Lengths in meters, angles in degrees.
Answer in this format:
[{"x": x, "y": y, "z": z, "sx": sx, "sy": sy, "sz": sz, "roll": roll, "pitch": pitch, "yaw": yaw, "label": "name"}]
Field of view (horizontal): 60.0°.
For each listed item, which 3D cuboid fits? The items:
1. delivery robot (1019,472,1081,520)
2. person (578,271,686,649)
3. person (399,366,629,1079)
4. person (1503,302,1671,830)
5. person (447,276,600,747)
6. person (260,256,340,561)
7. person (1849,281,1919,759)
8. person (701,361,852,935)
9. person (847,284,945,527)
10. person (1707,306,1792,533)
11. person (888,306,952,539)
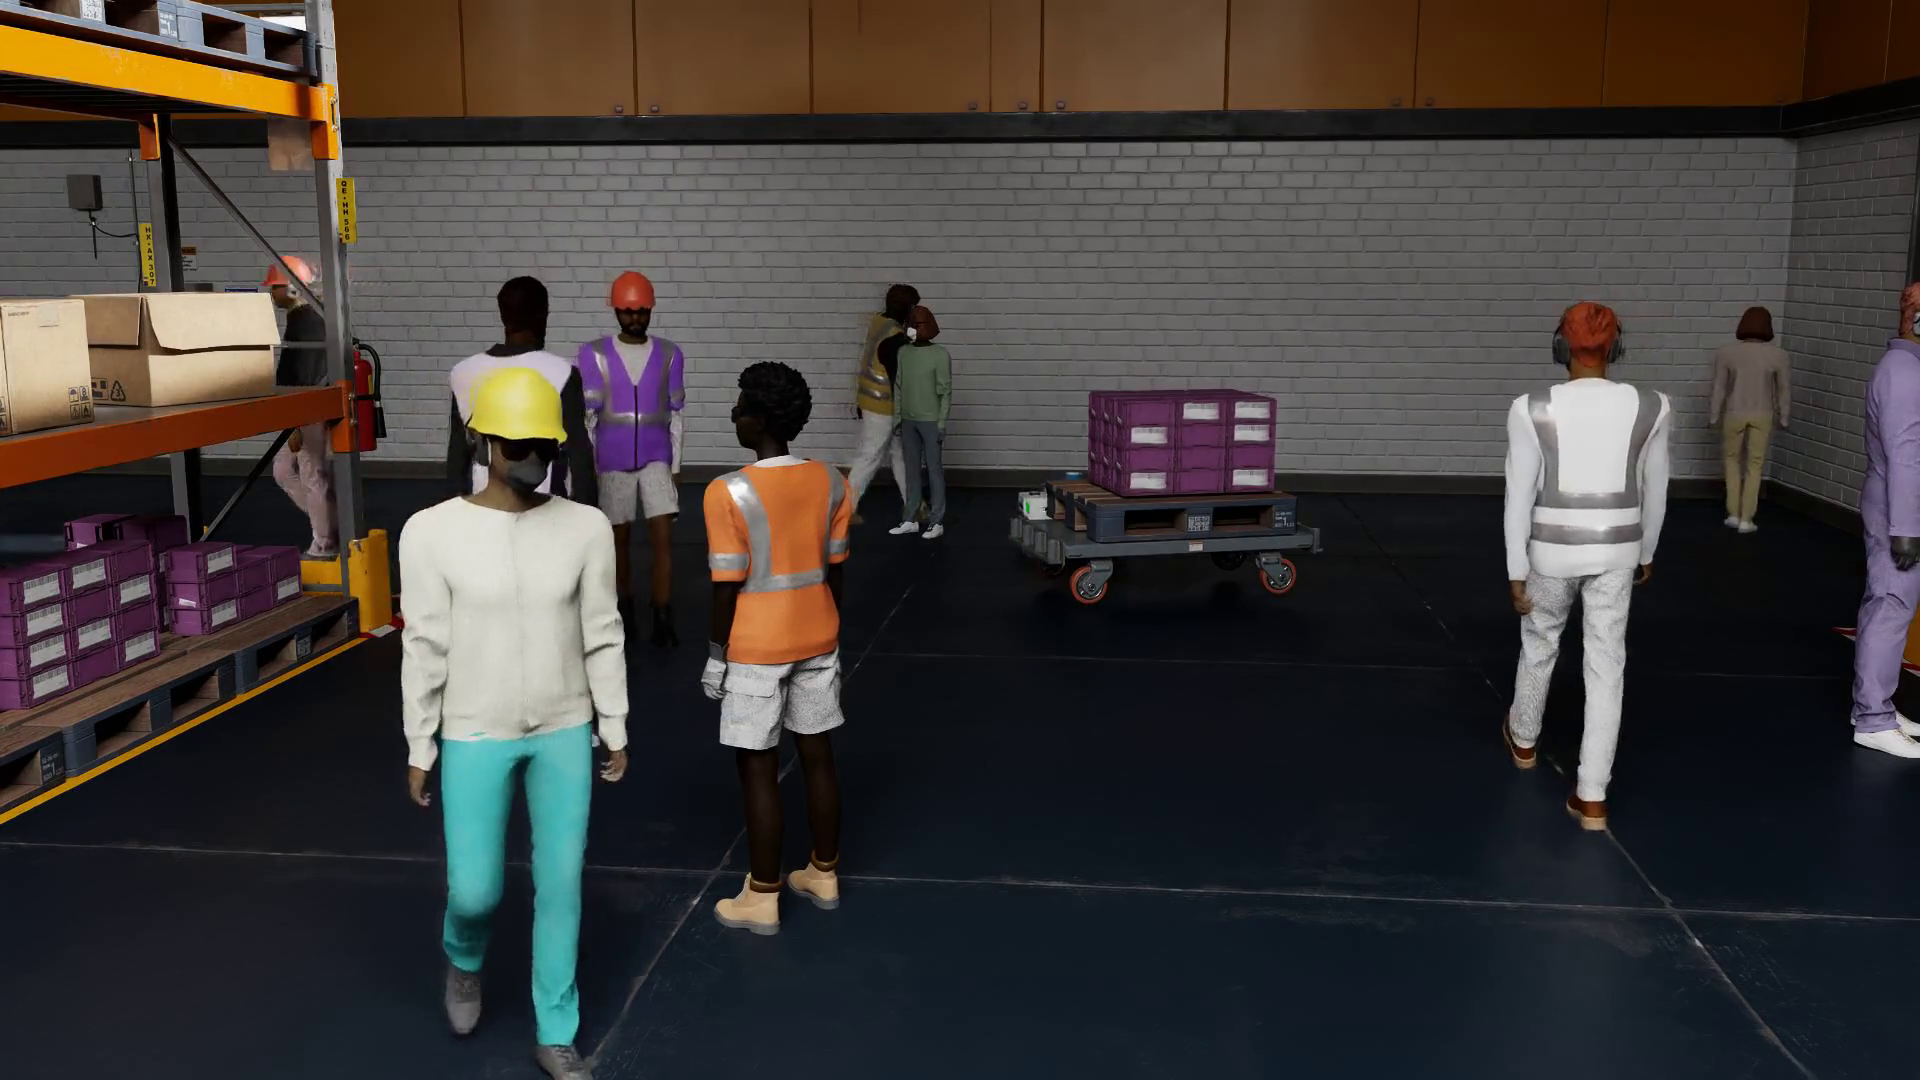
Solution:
[{"x": 0.745, "y": -0.204, "z": 10.965, "sx": 0.707, "sy": 0.478, "sz": 0.477, "roll": -1, "pitch": 10, "yaw": -6, "label": "delivery robot"}, {"x": -1.646, "y": -0.391, "z": 8.443, "sx": 0.566, "sy": 1.907, "sz": 0.819, "roll": -3, "pitch": 10, "yaw": -17, "label": "person"}, {"x": -1.070, "y": 0.452, "z": 4.012, "sx": 0.547, "sy": 1.752, "sz": 0.491, "roll": -6, "pitch": 12, "yaw": -32, "label": "person"}, {"x": 2.263, "y": 0.055, "z": 6.089, "sx": 0.584, "sy": 1.827, "sz": 0.986, "roll": 2, "pitch": 10, "yaw": 11, "label": "person"}, {"x": -1.820, "y": -0.105, "z": 6.782, "sx": 0.757, "sy": 1.919, "sz": 0.513, "roll": 3, "pitch": 10, "yaw": 17, "label": "person"}, {"x": -4.120, "y": -0.775, "z": 10.416, "sx": 0.436, "sy": 1.979, "sz": 0.649, "roll": -4, "pitch": 11, "yaw": -21, "label": "person"}, {"x": 3.847, "y": -0.092, "z": 6.723, "sx": 0.407, "sy": 1.908, "sz": 0.641, "roll": 5, "pitch": 11, "yaw": 28, "label": "person"}, {"x": -0.549, "y": 0.318, "z": 4.964, "sx": 0.315, "sy": 1.700, "sz": 0.541, "roll": 9, "pitch": 13, "yaw": 42, "label": "person"}, {"x": -0.543, "y": -0.969, "z": 12.135, "sx": 0.820, "sy": 1.786, "sz": 0.652, "roll": -1, "pitch": 10, "yaw": -4, "label": "person"}, {"x": 5.681, "y": -0.867, "z": 11.977, "sx": 0.539, "sy": 1.618, "sz": 0.441, "roll": 4, "pitch": 11, "yaw": 24, "label": "person"}, {"x": -0.279, "y": -0.828, "z": 11.715, "sx": 0.499, "sy": 1.634, "sz": 0.278, "roll": 8, "pitch": 13, "yaw": 39, "label": "person"}]
